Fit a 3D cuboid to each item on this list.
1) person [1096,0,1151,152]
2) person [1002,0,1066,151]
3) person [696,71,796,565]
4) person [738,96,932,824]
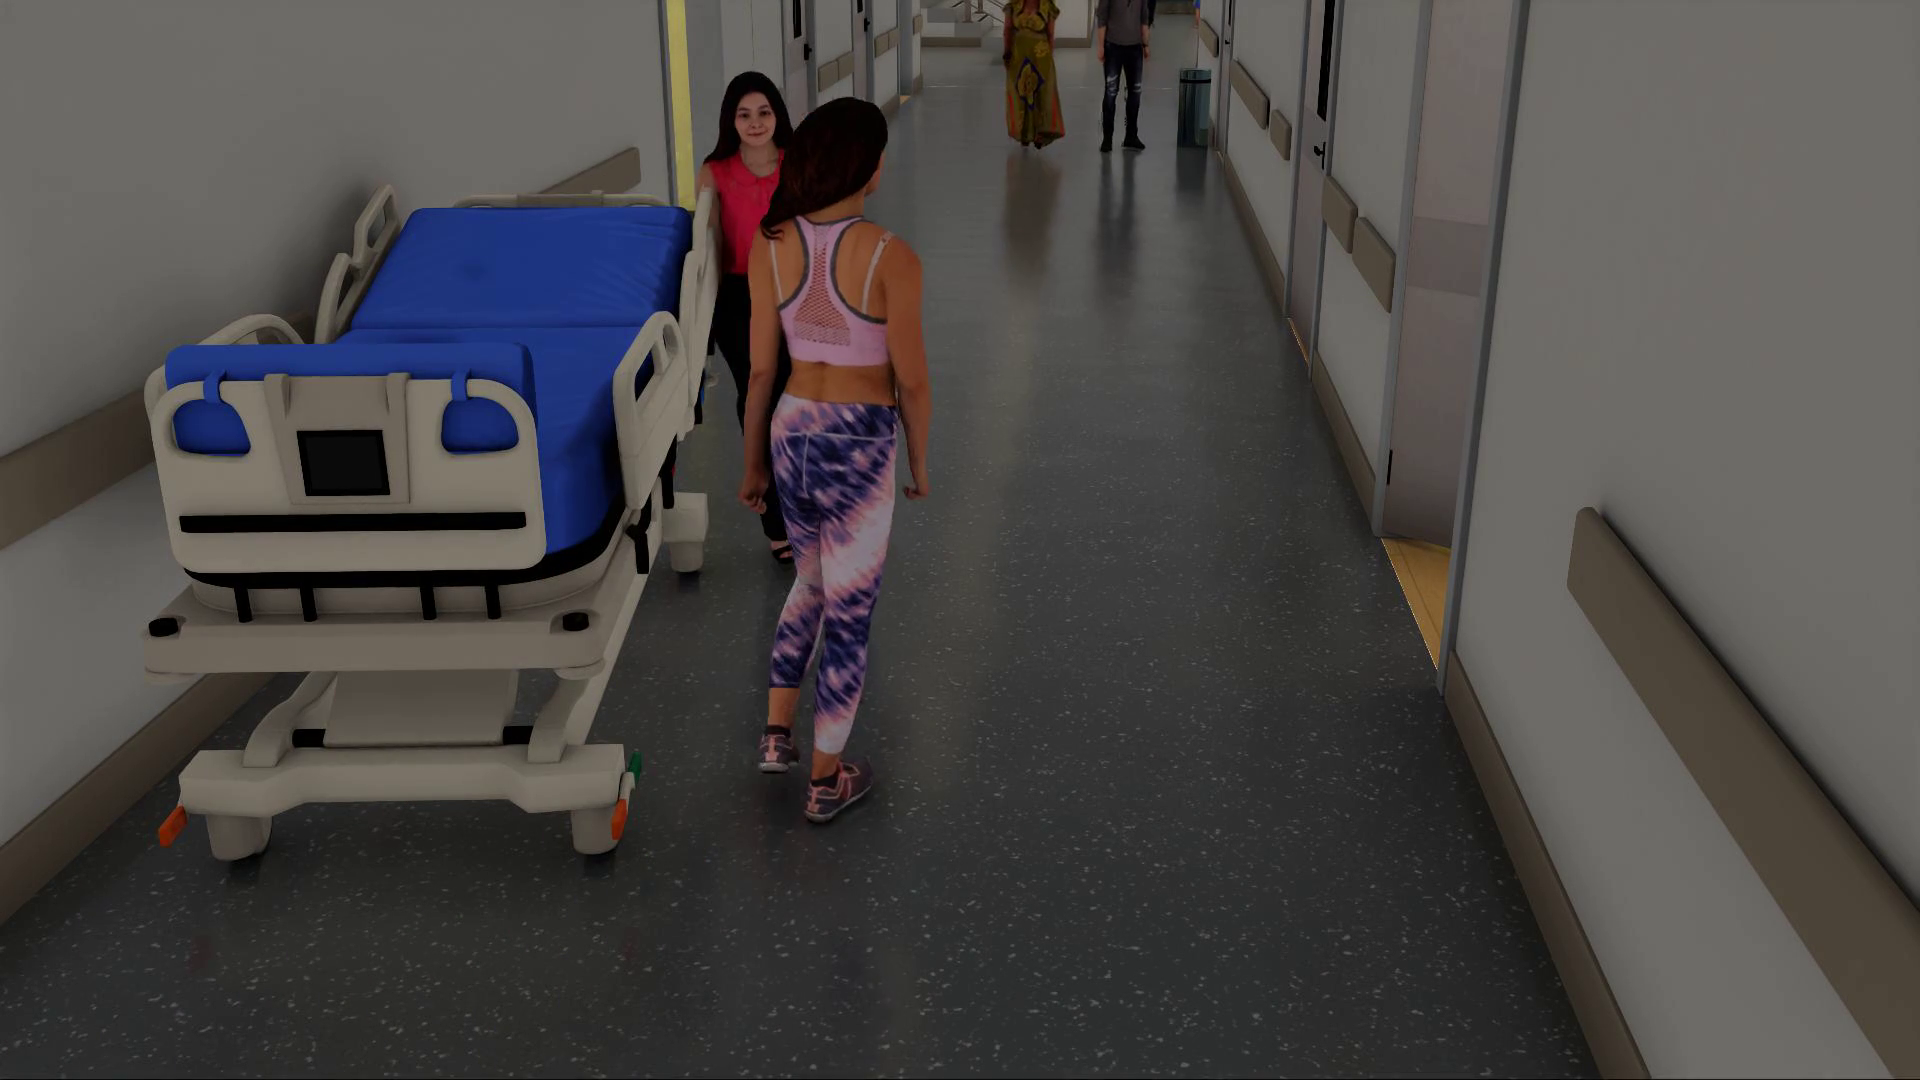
[{"bbox_3d":[1.524,-4.646,15.641,0.713,1.901,0.867,-5,21,-13],"label":"person"},{"bbox_3d":[0.654,-4.508,15.672,1.067,1.621,0.877,3,21,7],"label":"person"},{"bbox_3d":[-0.681,-0.773,5.796,1.058,1.633,0.927,-7,22,-18],"label":"person"},{"bbox_3d":[-0.328,-0.123,3.907,0.648,1.753,0.749,7,22,17],"label":"person"}]
